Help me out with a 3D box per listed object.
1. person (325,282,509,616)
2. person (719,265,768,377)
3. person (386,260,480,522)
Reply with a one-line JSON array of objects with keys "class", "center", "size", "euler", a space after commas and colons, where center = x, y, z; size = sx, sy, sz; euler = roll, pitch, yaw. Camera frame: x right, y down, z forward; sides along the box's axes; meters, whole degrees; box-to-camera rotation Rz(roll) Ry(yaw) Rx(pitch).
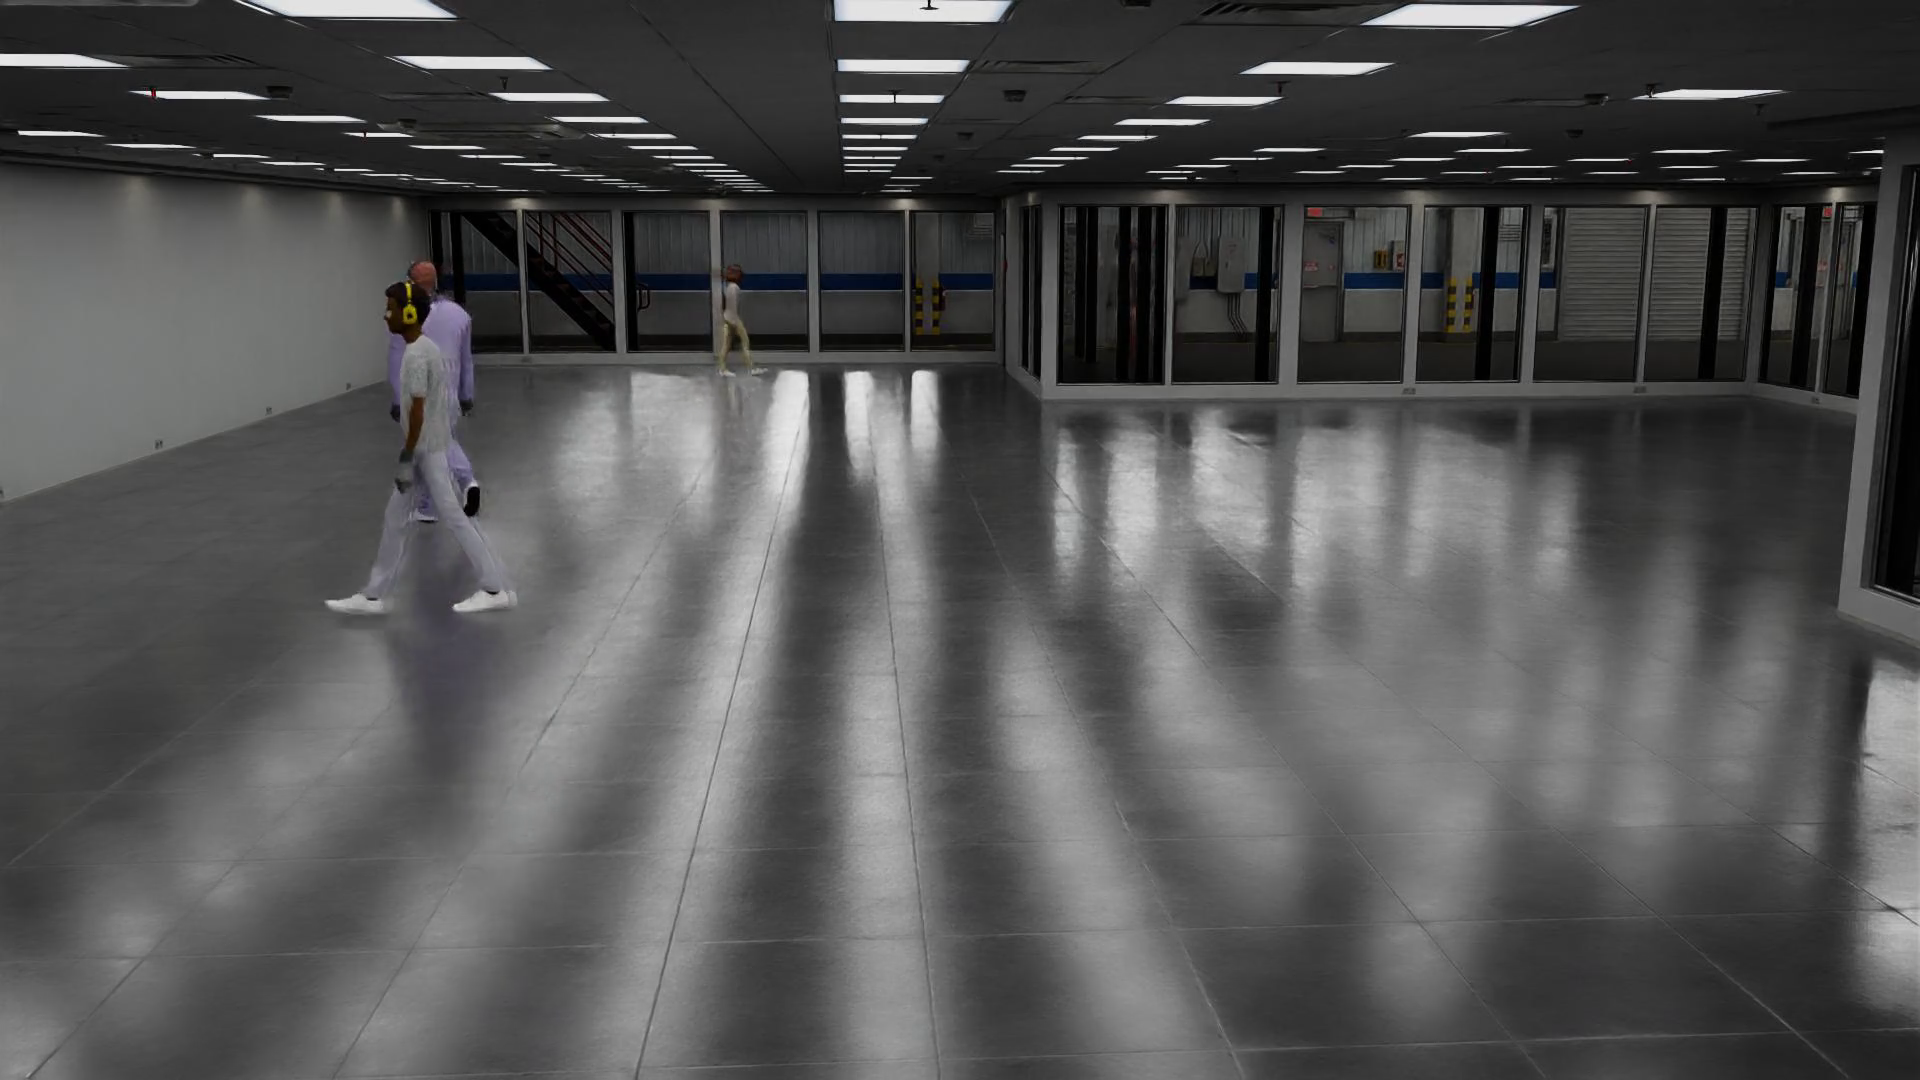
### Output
[{"class": "person", "center": [-2.948, -0.476, 9.005], "size": [0.968, 1.818, 0.545], "euler": [-4, 11, -18]}, {"class": "person", "center": [-3.152, -3.160, 24.021], "size": [0.777, 1.597, 0.527], "euler": [-4, 11, -21]}, {"class": "person", "center": [-3.759, -1.042, 11.866], "size": [0.576, 1.889, 0.645], "euler": [9, 14, 41]}]
